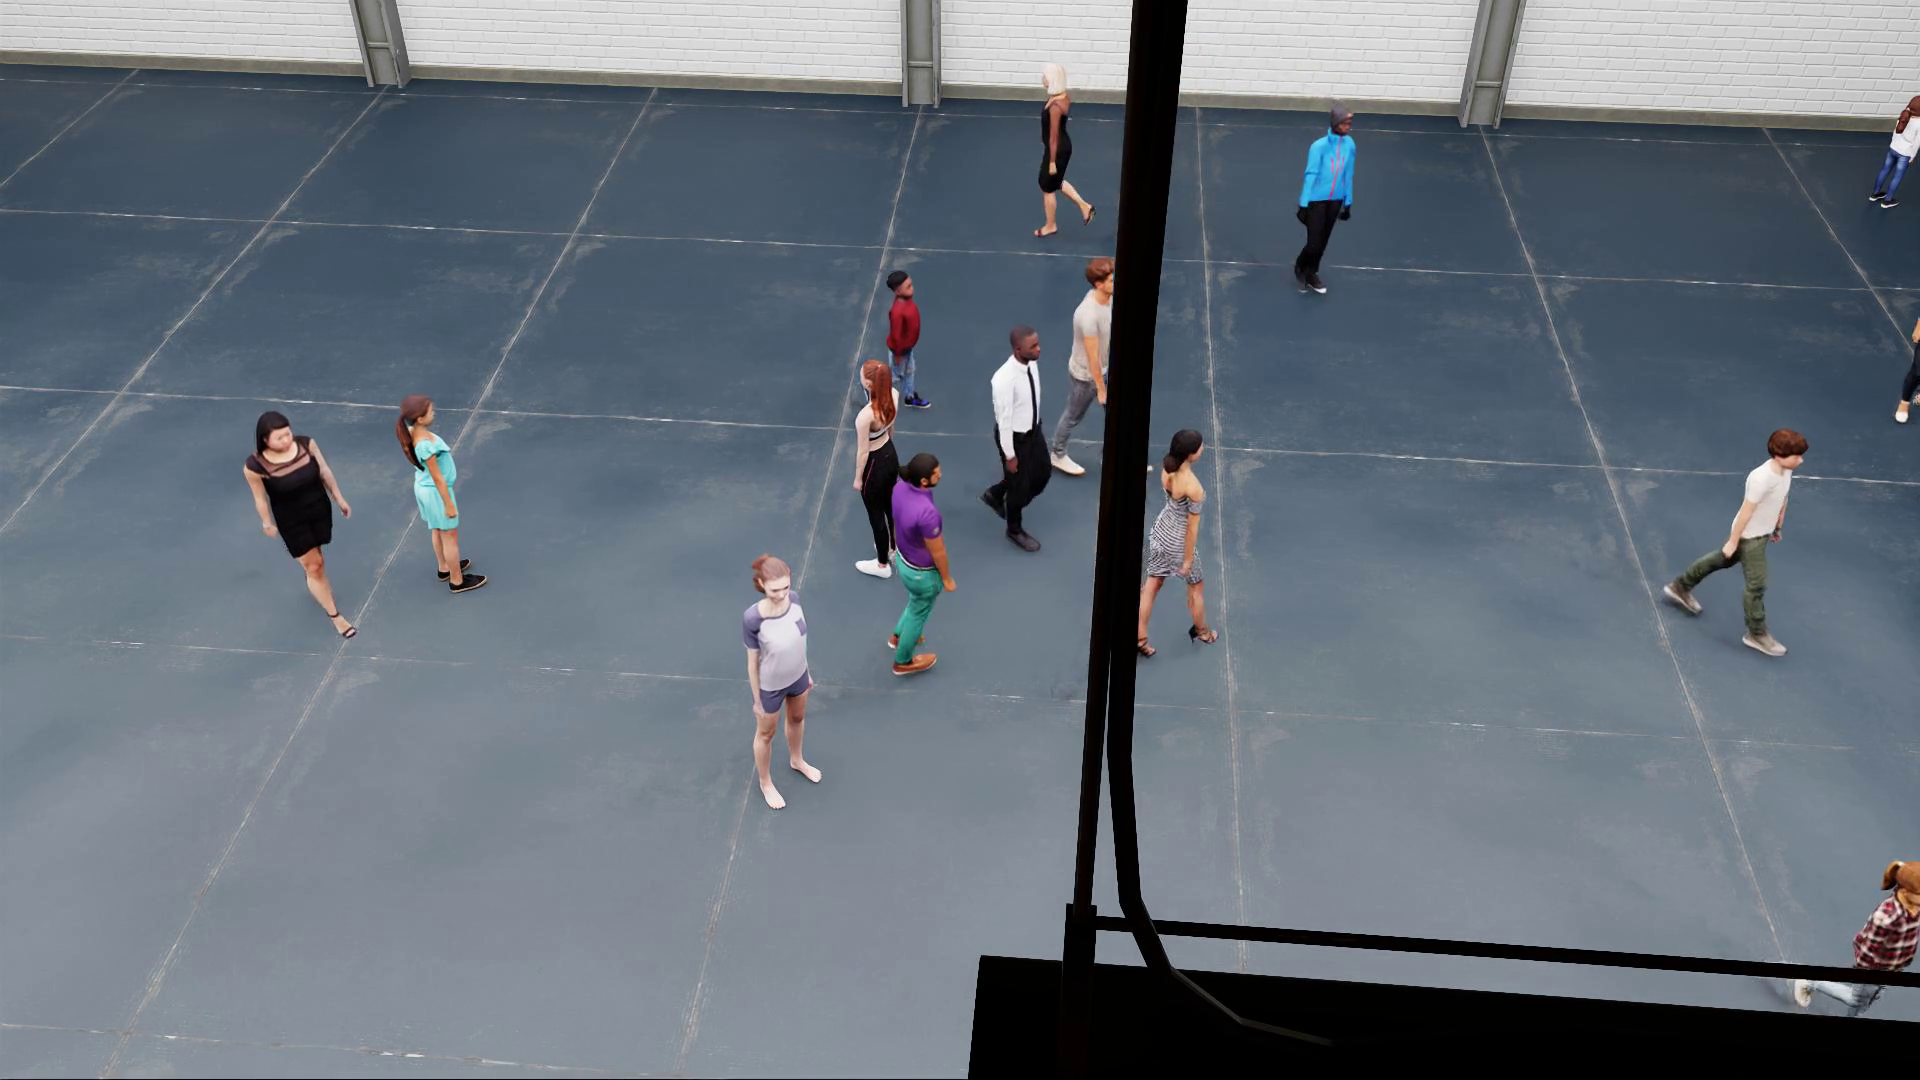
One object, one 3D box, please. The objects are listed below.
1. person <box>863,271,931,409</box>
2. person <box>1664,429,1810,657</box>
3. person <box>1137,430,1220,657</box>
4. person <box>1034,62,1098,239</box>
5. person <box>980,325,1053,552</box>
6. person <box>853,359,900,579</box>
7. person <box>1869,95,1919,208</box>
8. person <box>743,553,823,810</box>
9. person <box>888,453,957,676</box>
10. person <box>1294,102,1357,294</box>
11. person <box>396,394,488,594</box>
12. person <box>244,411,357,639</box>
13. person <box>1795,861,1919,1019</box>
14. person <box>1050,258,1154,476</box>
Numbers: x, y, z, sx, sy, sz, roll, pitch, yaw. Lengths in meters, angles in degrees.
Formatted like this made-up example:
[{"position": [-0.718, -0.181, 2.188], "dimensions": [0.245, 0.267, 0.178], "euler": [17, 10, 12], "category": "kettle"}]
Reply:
[{"position": [-0.522, -1.573, 13.190], "dimensions": [0.780, 1.245, 0.573], "euler": [9, 39, 11], "category": "person"}, {"position": [5.163, -0.069, 11.013], "dimensions": [1.057, 1.612, 1.164], "euler": [-30, 48, -32], "category": "person"}, {"position": [1.290, 0.072, 10.684], "dimensions": [0.988, 1.802, 0.875], "euler": [-19, 42, -22], "category": "person"}, {"position": [0.963, -3.548, 15.275], "dimensions": [0.856, 1.730, 0.682], "euler": [10, 40, 12], "category": "person"}, {"position": [0.330, -0.733, 11.677], "dimensions": [0.919, 1.821, 0.832], "euler": [21, 43, 24], "category": "person"}, {"position": [-0.552, -0.497, 11.446], "dimensions": [0.667, 1.741, 0.666], "euler": [21, 43, 24], "category": "person"}, {"position": [9.095, -3.780, 16.062], "dimensions": [0.571, 1.112, 0.521], "euler": [-18, 42, -21], "category": "person"}, {"position": [-1.064, 0.807, 9.794], "dimensions": [0.674, 1.765, 0.723], "euler": [-31, 48, -33], "category": "person"}, {"position": [-0.345, 0.204, 10.563], "dimensions": [0.803, 1.747, 0.763], "euler": [-18, 42, -21], "category": "person"}, {"position": [3.126, -3.001, 14.550], "dimensions": [0.701, 1.781, 0.800], "euler": [-16, 41, -19], "category": "person"}, {"position": [-3.587, -0.327, 11.380], "dimensions": [0.706, 1.558, 0.650], "euler": [-25, 45, -28], "category": "person"}, {"position": [-4.436, -0.179, 11.096], "dimensions": [1.077, 1.681, 0.969], "euler": [27, 46, 30], "category": "person"}, {"position": [4.675, 2.093, 8.559], "dimensions": [0.784, 1.297, 0.824], "euler": [-23, 44, -26], "category": "person"}, {"position": [0.882, -1.261, 12.305], "dimensions": [1.120, 1.863, 0.900], "euler": [18, 42, 21], "category": "person"}]
